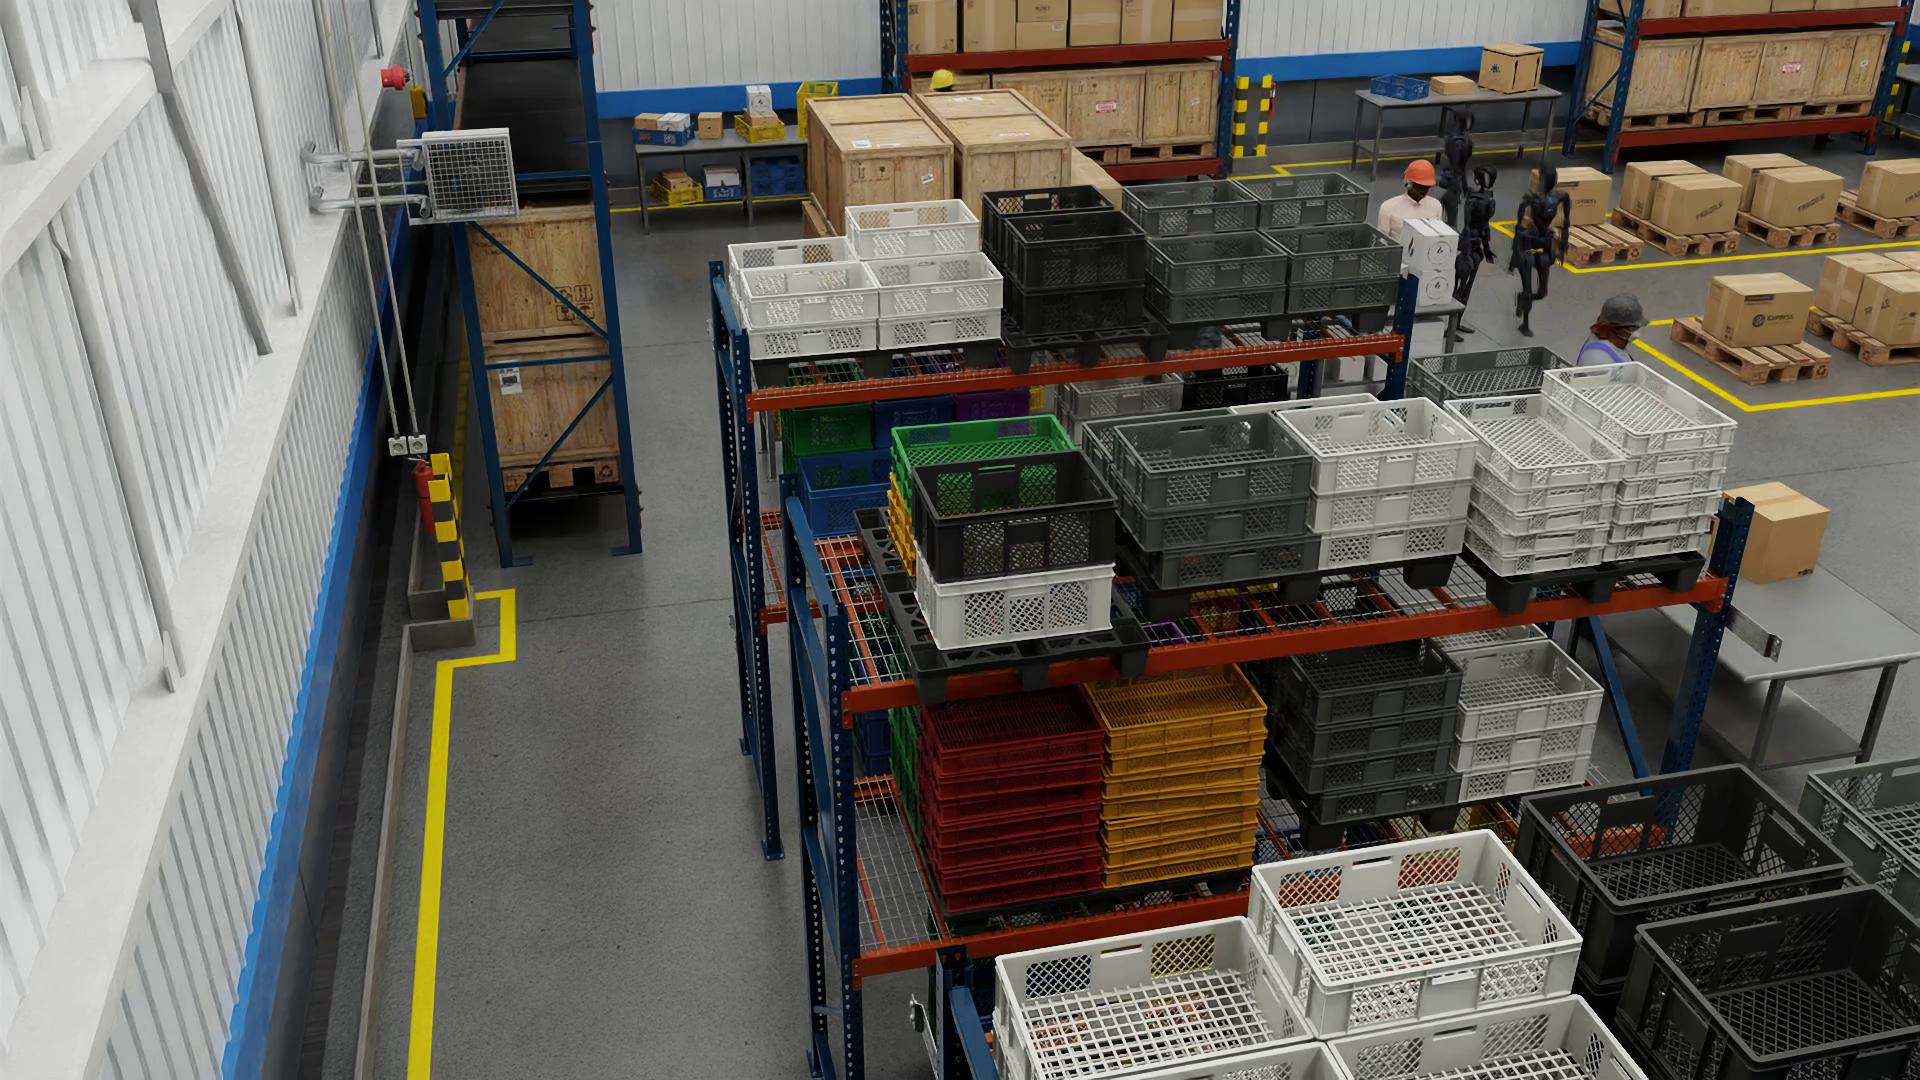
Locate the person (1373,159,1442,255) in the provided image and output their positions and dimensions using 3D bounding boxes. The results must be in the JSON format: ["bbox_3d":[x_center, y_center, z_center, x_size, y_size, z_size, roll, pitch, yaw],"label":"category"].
[{"bbox_3d":[3.946,-2.397,14.757,0.613,1.987,0.400,-6,28,-11],"label":"person"}]

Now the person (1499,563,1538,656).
[{"bbox_3d":[3.489,0.045,10.401,0.720,1.716,0.371,-21,34,-35],"label":"person"}]

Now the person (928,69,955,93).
[{"bbox_3d":[-0.117,-4.223,18.302,0.463,1.907,0.605,-16,32,-28],"label":"person"}]

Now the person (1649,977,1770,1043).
[{"bbox_3d":[2.652,2.236,6.073,0.573,1.883,0.354,18,33,31],"label":"person"}]

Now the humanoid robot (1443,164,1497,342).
[{"bbox_3d":[4.840,-2.718,15.676,0.325,1.658,0.601,20,34,33],"label":"humanoid robot"}]

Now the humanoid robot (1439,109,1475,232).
[{"bbox_3d":[5.260,-3.694,17.549,0.405,1.651,0.589,10,29,18],"label":"humanoid robot"}]

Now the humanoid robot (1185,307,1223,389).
[{"bbox_3d":[1.824,-1.068,12.581,0.533,1.640,0.577,-3,28,-5],"label":"humanoid robot"}]

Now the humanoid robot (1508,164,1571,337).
[{"bbox_3d":[5.480,-2.801,15.864,0.586,1.627,0.522,-5,28,-10],"label":"humanoid robot"}]

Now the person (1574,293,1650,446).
[{"bbox_3d":[4.473,-0.745,11.561,0.536,2.000,0.674,10,29,18],"label":"person"}]

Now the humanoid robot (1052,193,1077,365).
[{"bbox_3d":[0.970,-2.358,14.996,0.315,1.657,0.611,23,35,36],"label":"humanoid robot"}]
